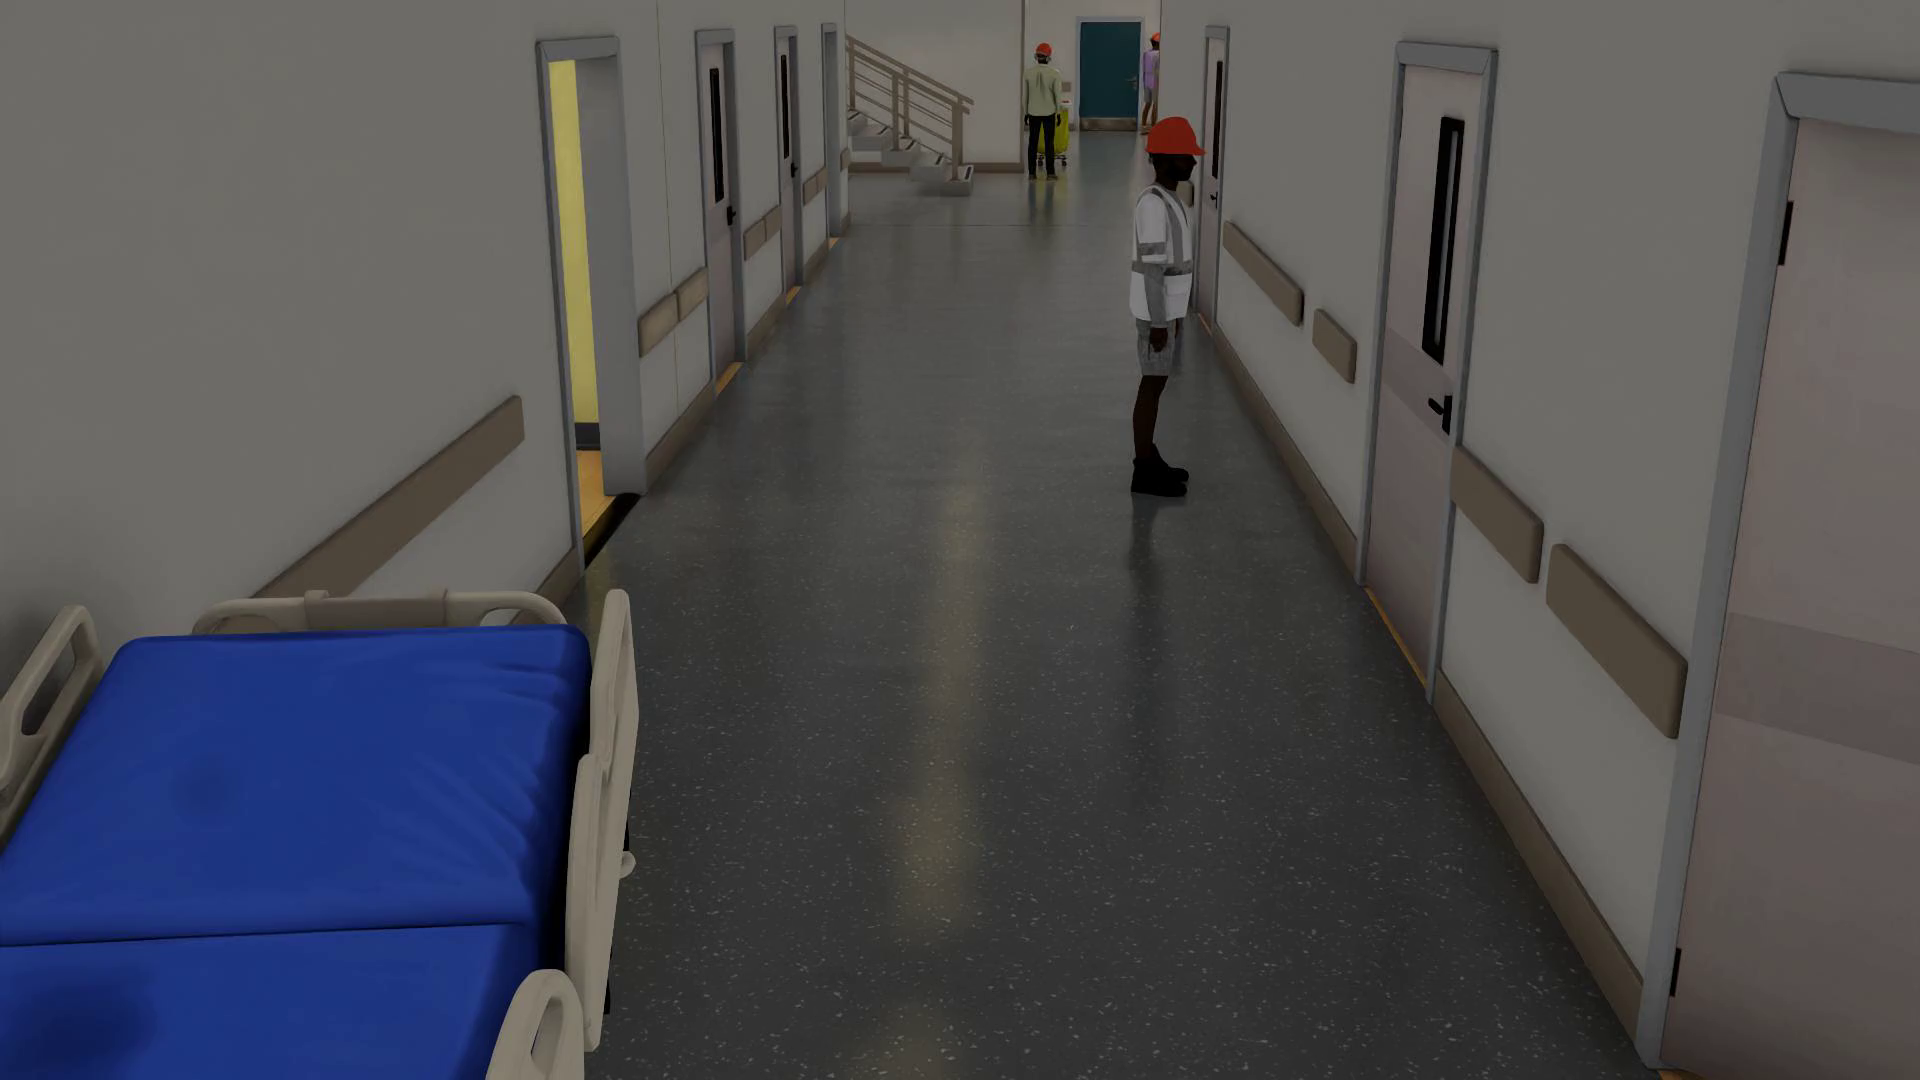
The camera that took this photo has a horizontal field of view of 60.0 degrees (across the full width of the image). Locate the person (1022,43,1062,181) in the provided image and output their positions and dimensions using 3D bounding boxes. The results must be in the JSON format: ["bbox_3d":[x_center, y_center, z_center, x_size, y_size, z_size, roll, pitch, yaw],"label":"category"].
[{"bbox_3d":[1.229,-6.369,24.784,0.614,1.994,0.381,5,18,17],"label":"person"}]

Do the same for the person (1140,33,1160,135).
[{"bbox_3d":[3.951,-9.238,33.748,0.408,2.028,0.619,-11,21,-30],"label":"person"}]

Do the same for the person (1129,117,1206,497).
[{"bbox_3d":[1.063,-1.202,8.643,0.357,1.938,0.542,4,18,11],"label":"person"}]
